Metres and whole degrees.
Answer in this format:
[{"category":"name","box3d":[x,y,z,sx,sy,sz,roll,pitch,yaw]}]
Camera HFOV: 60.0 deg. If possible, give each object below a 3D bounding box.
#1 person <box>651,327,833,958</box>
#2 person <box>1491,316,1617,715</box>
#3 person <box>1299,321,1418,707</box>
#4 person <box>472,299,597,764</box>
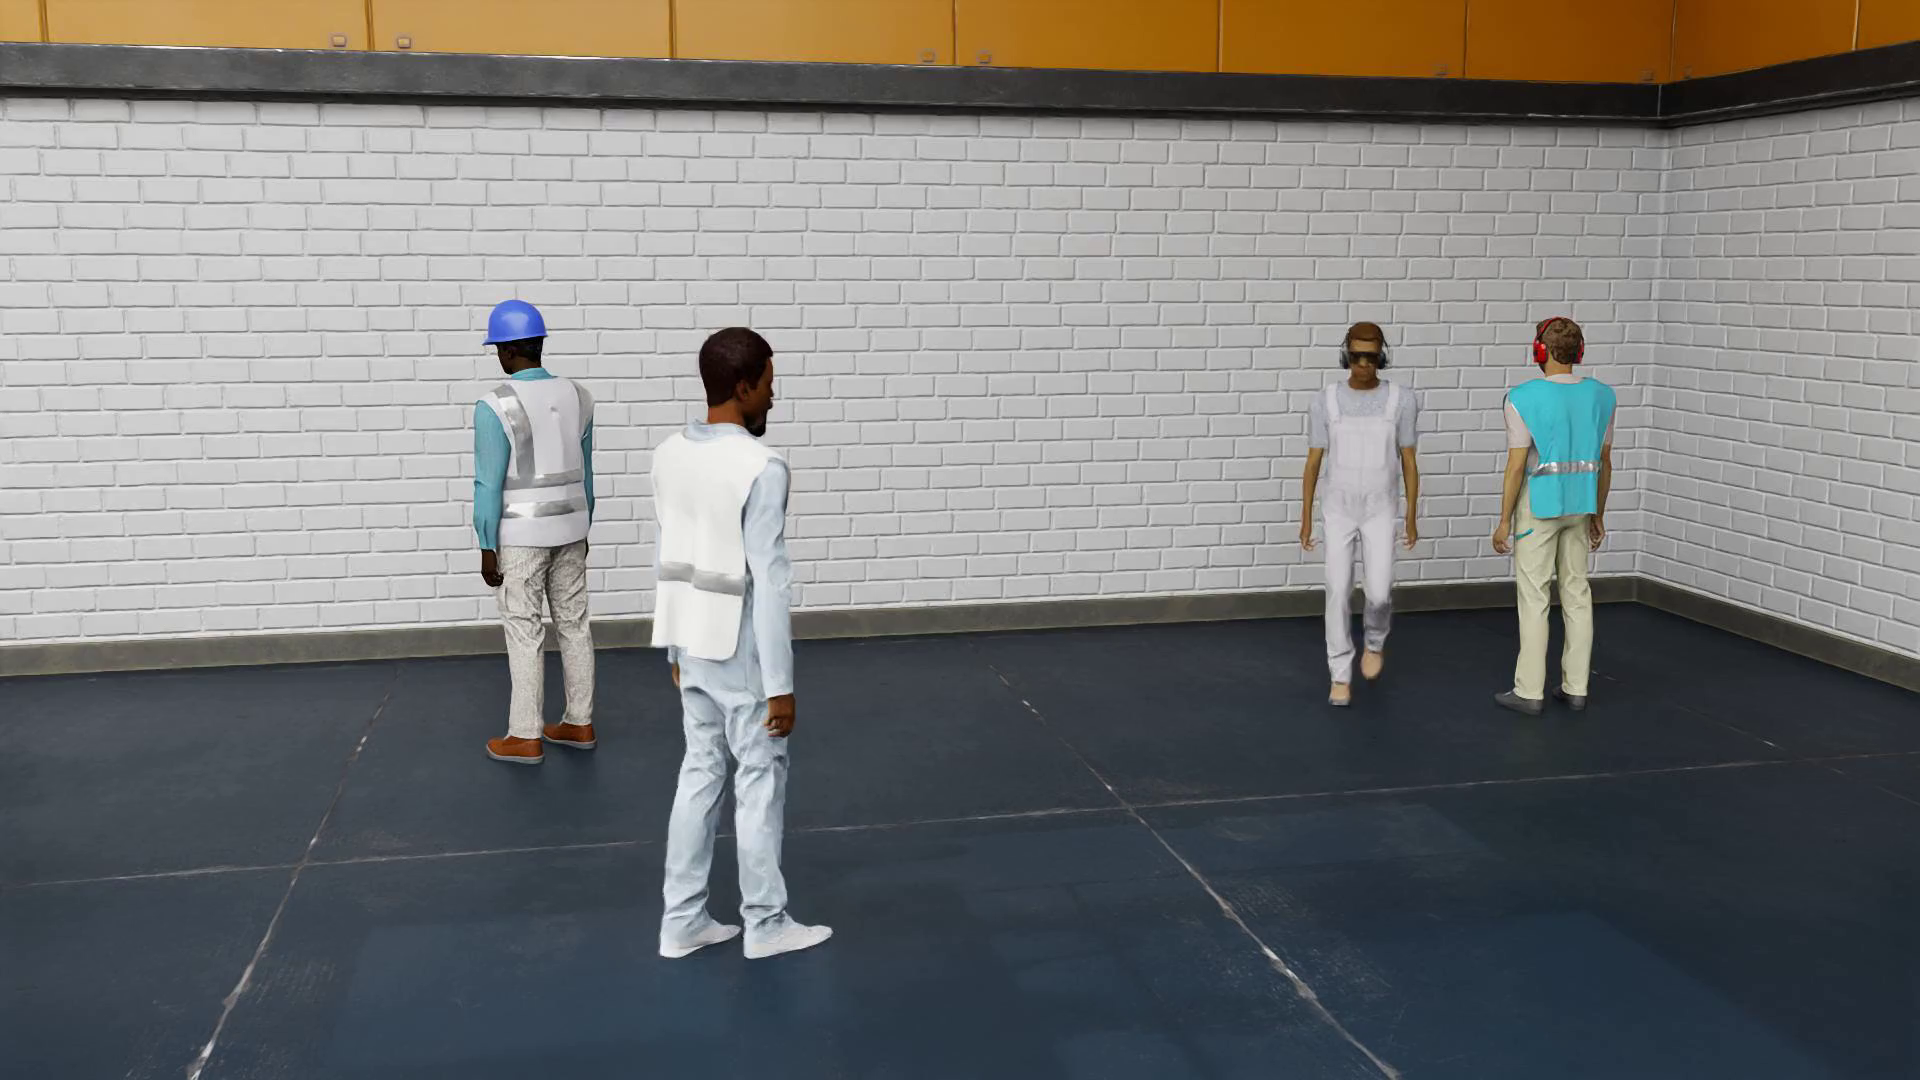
[{"category":"person","box3d":[-0.680,0.323,4.947,0.425,1.918,0.609,-9,13,-44]},{"category":"person","box3d":[2.758,-0.106,7.714,0.572,1.843,0.373,-3,10,-15]},{"category":"person","box3d":[1.900,-0.130,7.915,0.545,1.827,0.484,3,10,17]},{"category":"person","box3d":[-1.789,-0.032,6.993,0.416,1.939,0.603,7,11,35]}]
